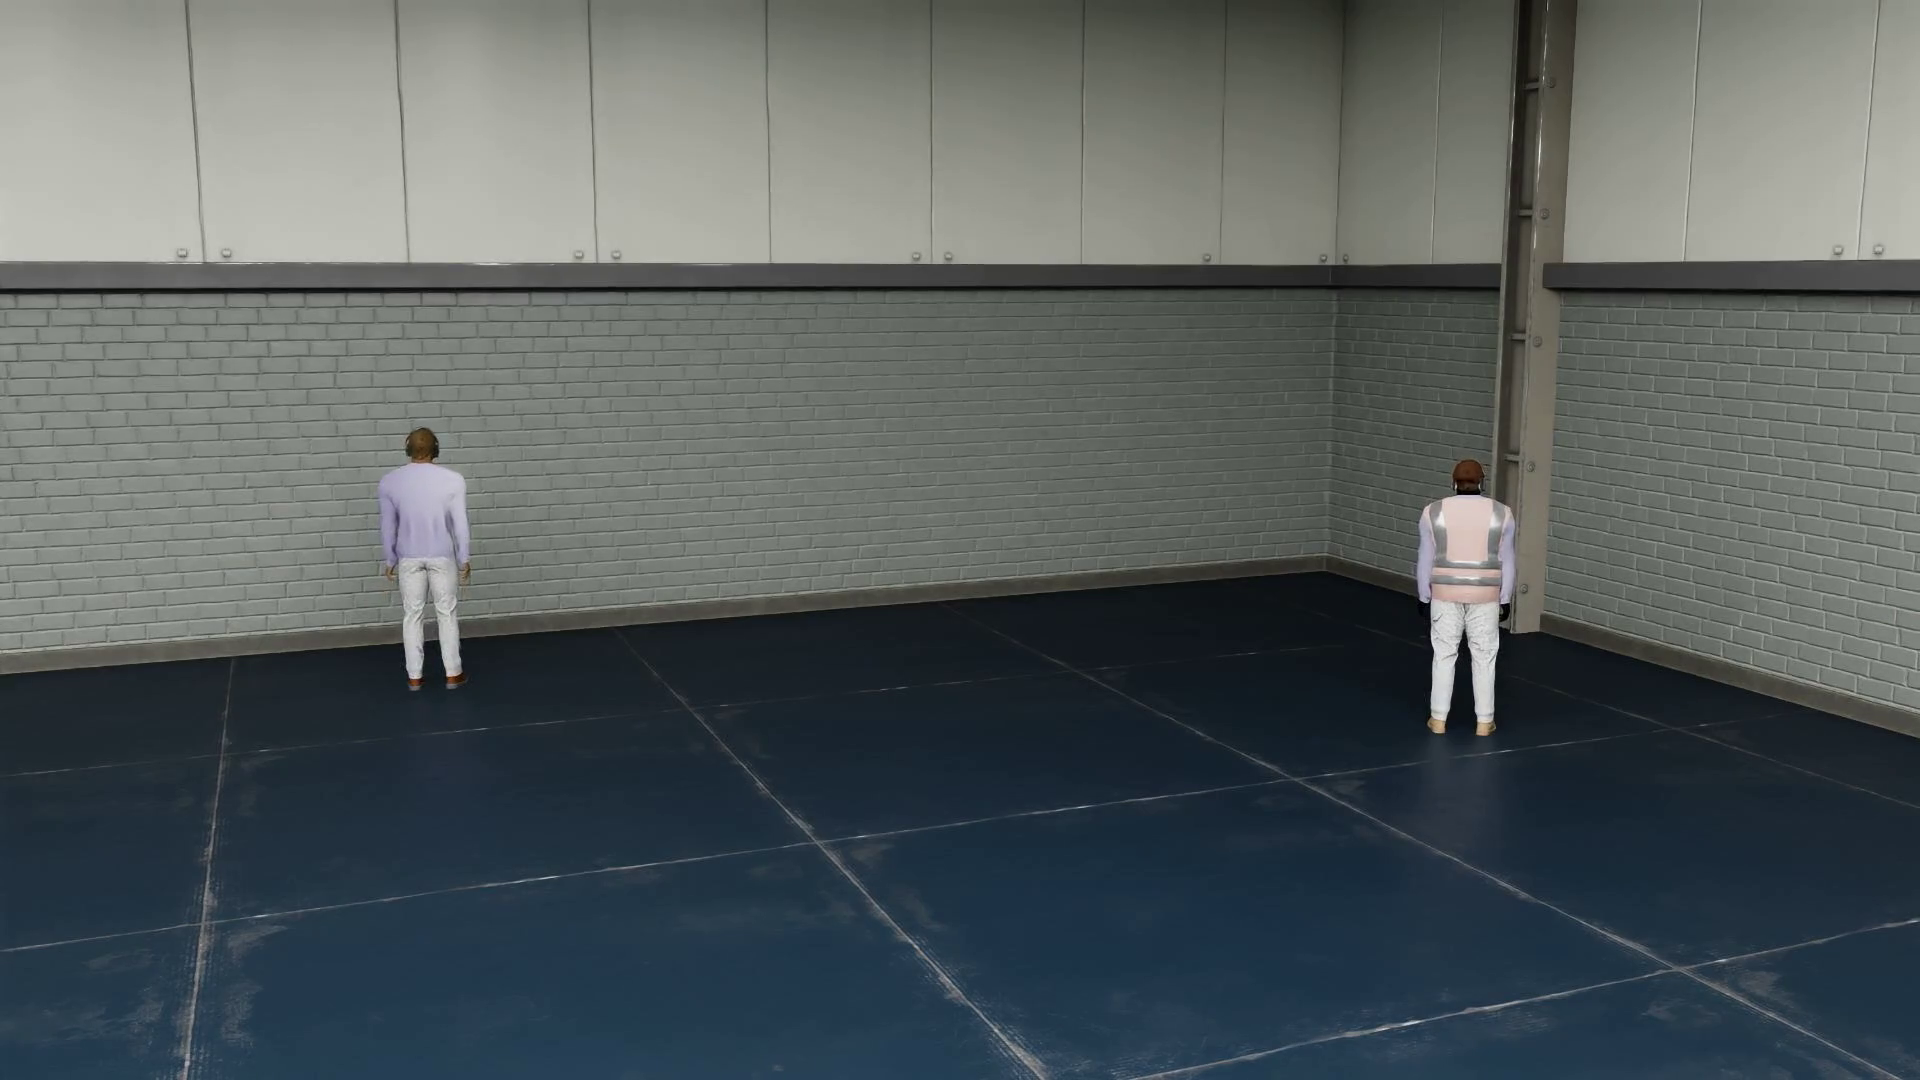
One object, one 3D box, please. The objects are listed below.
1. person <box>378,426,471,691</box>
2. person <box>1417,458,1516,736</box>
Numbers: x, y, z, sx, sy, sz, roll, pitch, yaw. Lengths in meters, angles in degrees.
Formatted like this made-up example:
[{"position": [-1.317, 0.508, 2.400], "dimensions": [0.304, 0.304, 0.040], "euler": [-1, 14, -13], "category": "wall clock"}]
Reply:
[{"position": [-3.897, 0.138, 12.169], "dimensions": [0.635, 1.937, 0.352], "euler": [-1, 9, -9], "category": "person"}, {"position": [3.333, 0.379, 10.984], "dimensions": [0.621, 1.838, 0.429], "euler": [3, 9, 16], "category": "person"}]
